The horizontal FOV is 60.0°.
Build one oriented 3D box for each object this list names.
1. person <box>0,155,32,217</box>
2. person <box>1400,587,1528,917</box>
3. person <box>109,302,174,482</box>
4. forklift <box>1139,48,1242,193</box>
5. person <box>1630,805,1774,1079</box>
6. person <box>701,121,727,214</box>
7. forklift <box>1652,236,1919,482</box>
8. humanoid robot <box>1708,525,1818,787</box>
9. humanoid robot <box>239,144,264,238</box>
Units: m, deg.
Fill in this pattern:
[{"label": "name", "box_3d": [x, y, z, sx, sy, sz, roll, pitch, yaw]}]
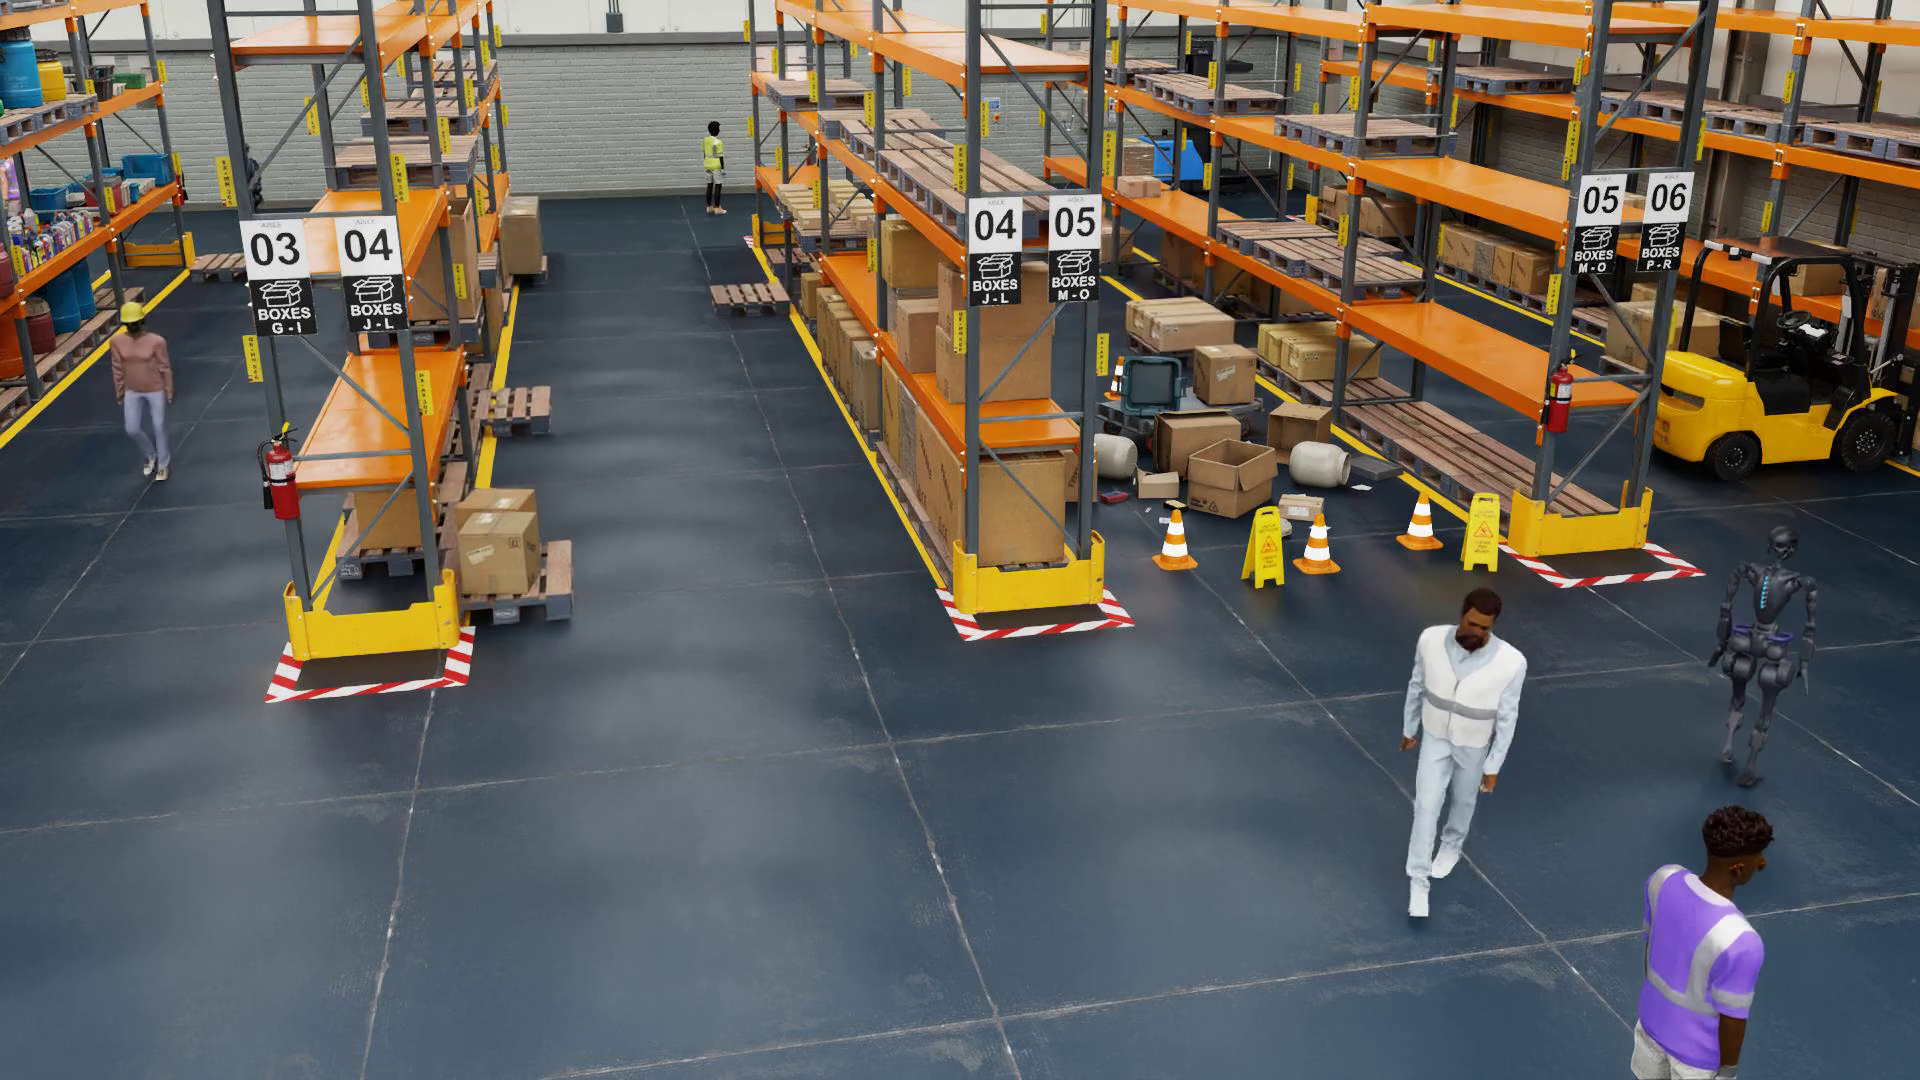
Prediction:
[{"label": "person", "box_3d": [-15.371, -5.565, 27.152, 0.352, 1.688, 0.489, 11, 23, 26]}, {"label": "person", "box_3d": [2.663, 1.103, 8.940, 0.621, 1.863, 0.931, 10, 23, 25]}, {"label": "person", "box_3d": [-7.774, -1.407, 15.846, 0.549, 1.751, 0.375, -3, 21, -9]}, {"label": "forklift", "box_3d": [4.566, -8.313, 32.860, 1.873, 2.768, 1.129, -4, 21, -12]}, {"label": "person", "box_3d": [2.896, 1.932, 6.583, 0.371, 1.957, 0.593, -4, 21, -11]}, {"label": "person", "box_3d": [-4.519, -6.845, 30.597, 0.537, 1.686, 0.321, 16, 26, 37]}, {"label": "forklift", "box_3d": [8.013, -1.814, 16.330, 2.313, 2.155, 1.214, -4, 21, -12]}, {"label": "humanoid robot", "box_3d": [4.952, 0.709, 10.267, 0.609, 1.643, 0.363, 18, 27, 40]}, {"label": "humanoid robot", "box_3d": [-11.939, -5.834, 27.979, 0.796, 1.632, 0.611, 7, 21, 17]}]
